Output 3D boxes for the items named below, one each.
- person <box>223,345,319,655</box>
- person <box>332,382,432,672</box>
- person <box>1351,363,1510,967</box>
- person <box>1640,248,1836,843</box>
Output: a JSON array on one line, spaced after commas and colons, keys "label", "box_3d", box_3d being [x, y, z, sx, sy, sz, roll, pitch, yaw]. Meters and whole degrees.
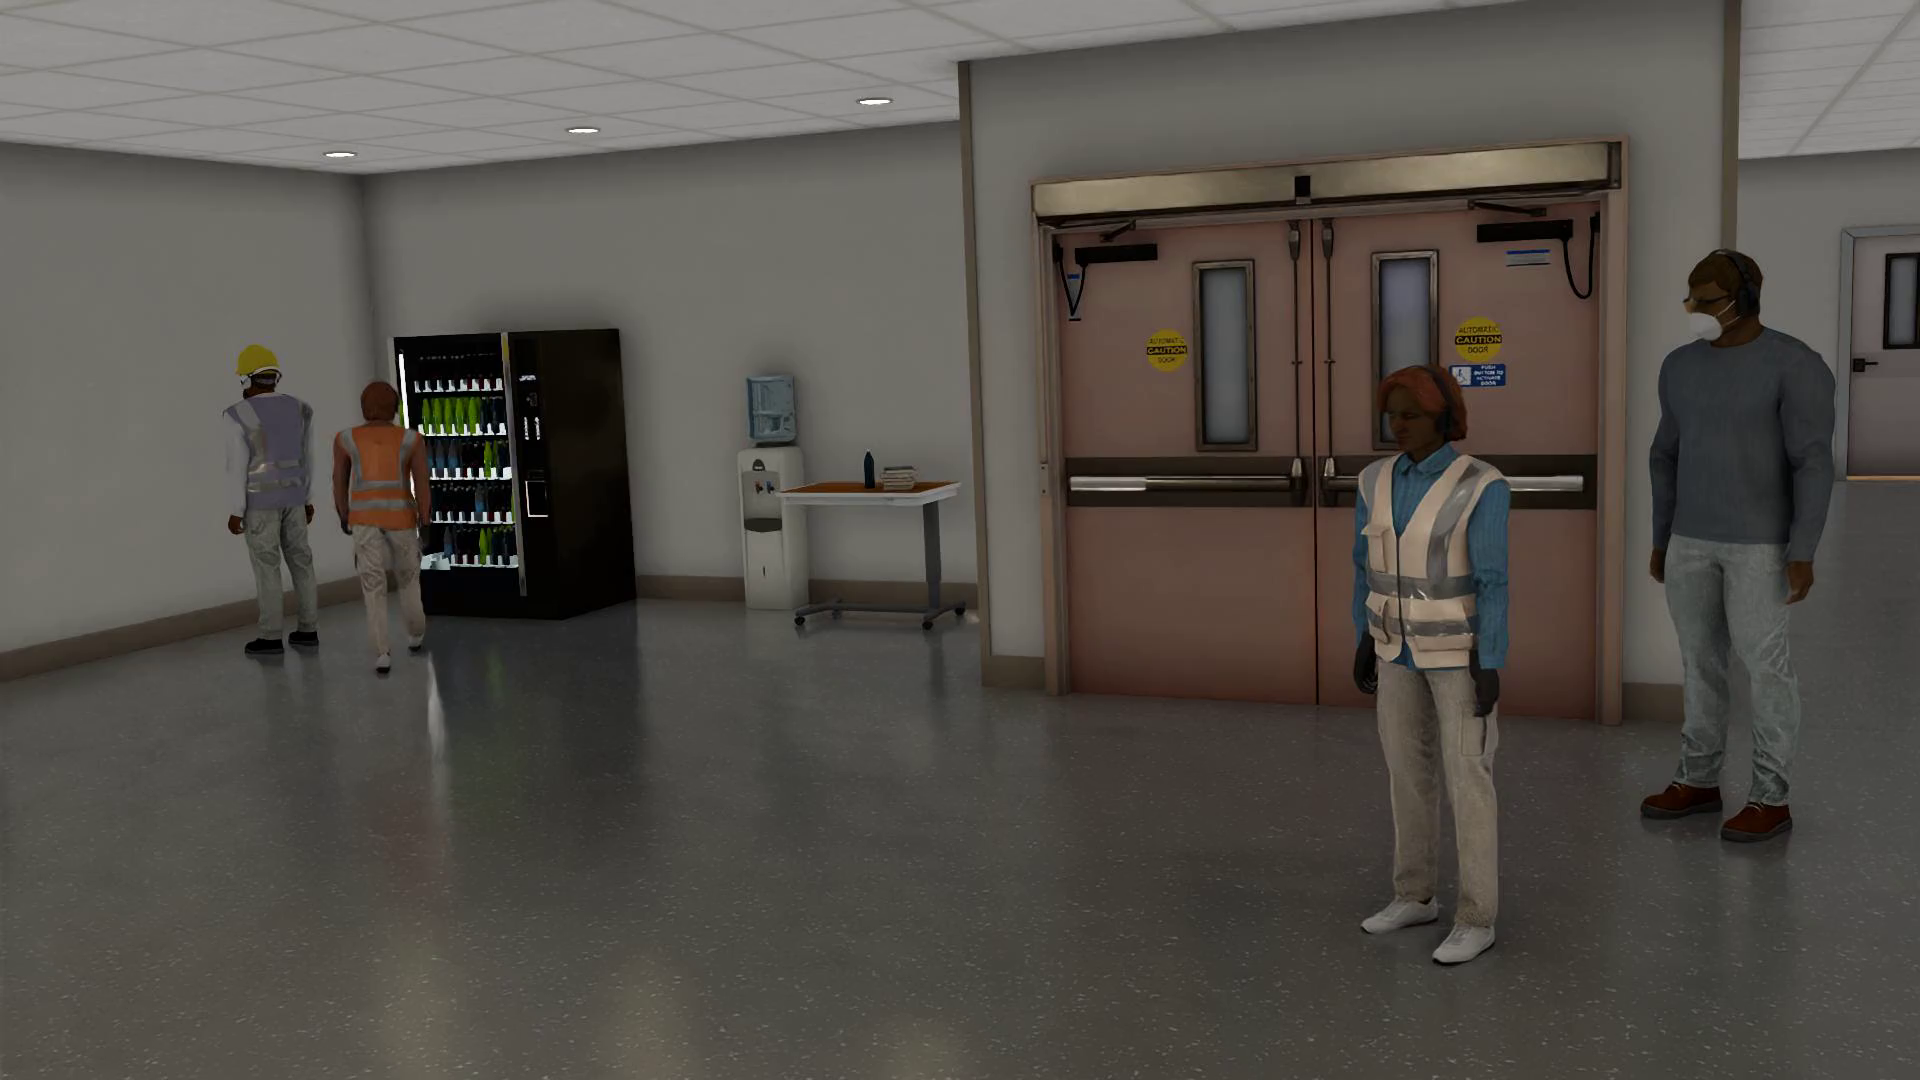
[{"label": "person", "box_3d": [-4.094, -0.239, 9.877, 0.404, 1.833, 0.589, 2, 9, 30]}, {"label": "person", "box_3d": [-3.248, -0.091, 9.390, 0.523, 1.591, 0.856, -5, 8, -17]}, {"label": "person", "box_3d": [1.302, 0.330, 4.603, 0.319, 1.631, 0.518, -7, 9, -33]}, {"label": "person", "box_3d": [2.546, 0.015, 5.488, 0.354, 1.931, 0.635, -6, 8, -26]}]
